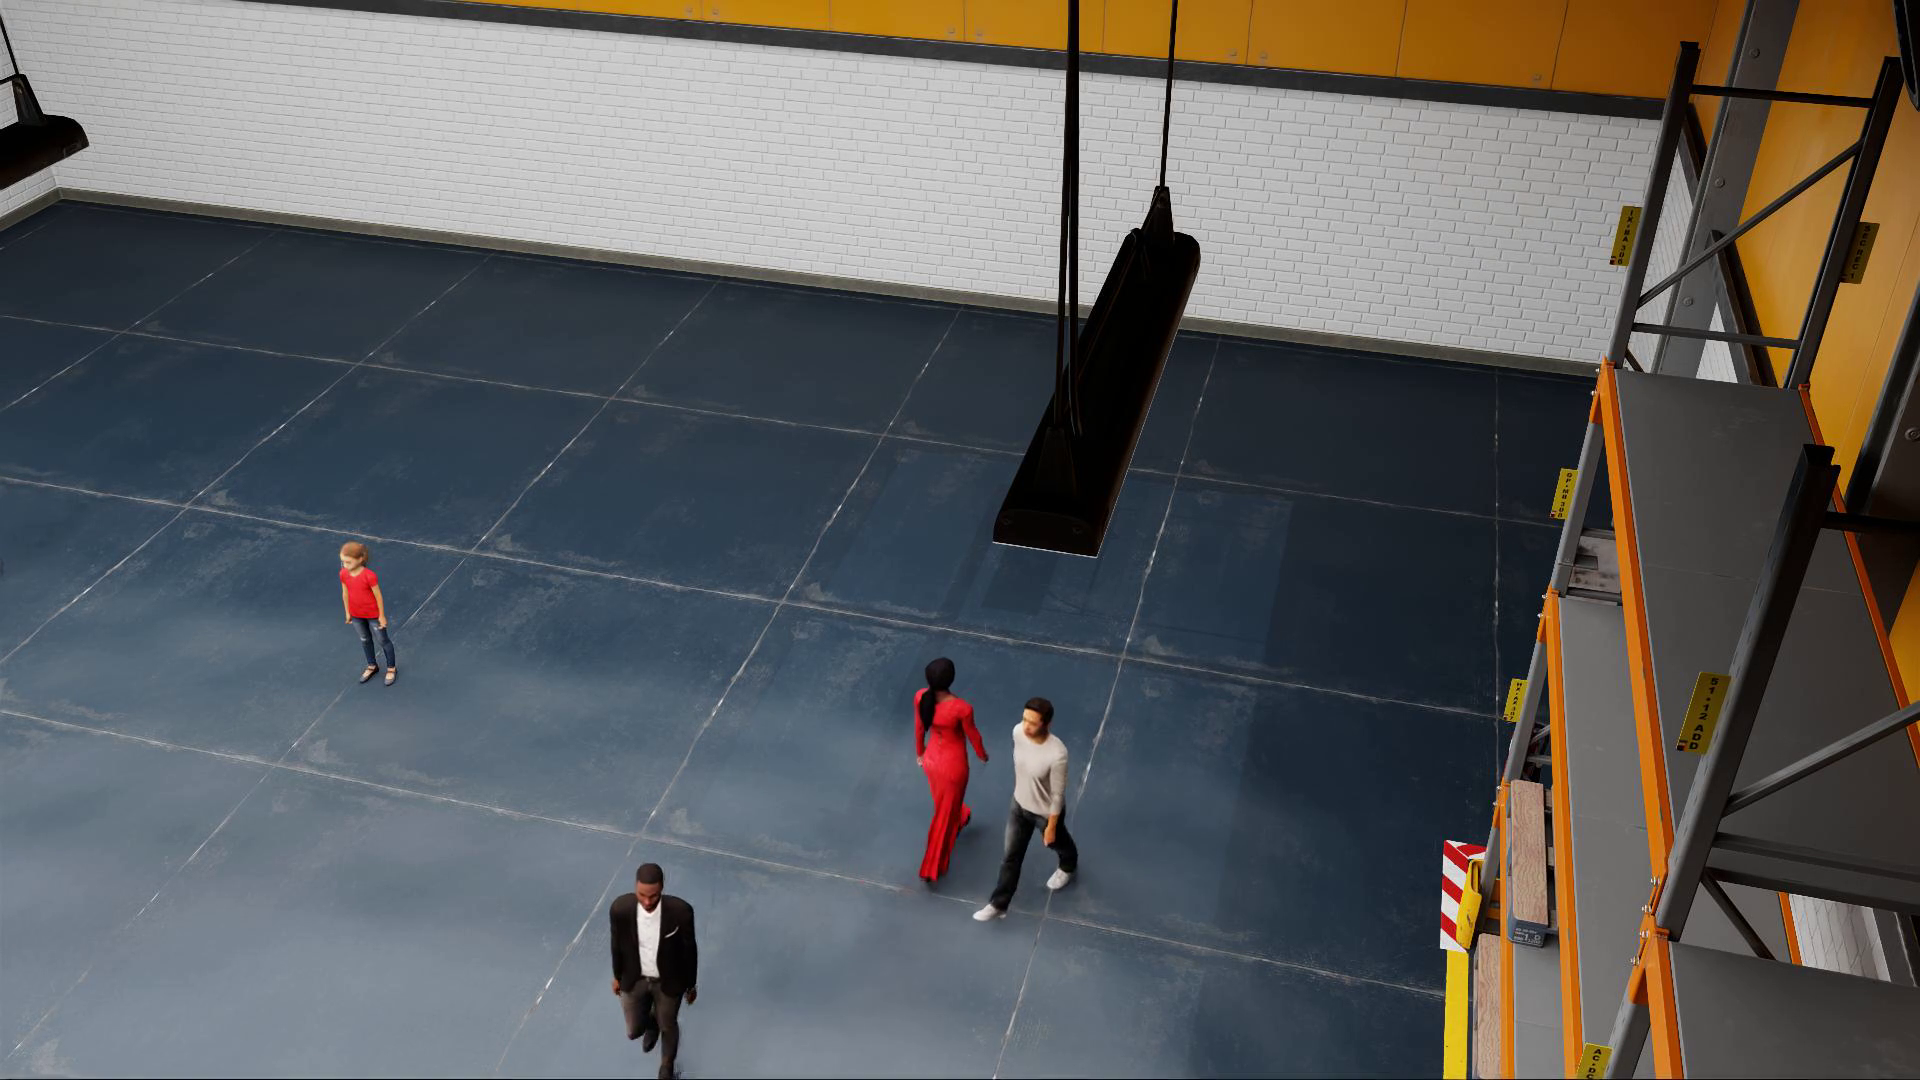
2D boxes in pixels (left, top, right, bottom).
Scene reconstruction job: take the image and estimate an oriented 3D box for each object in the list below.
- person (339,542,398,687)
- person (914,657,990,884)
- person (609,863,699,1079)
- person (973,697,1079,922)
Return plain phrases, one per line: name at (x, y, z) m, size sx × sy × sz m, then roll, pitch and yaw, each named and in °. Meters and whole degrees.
person at (-4.709, 0.568, 13.214) m, size 0.495 × 1.309 × 0.481 m, roll 6°, pitch 34°, yaw 9°
person at (-0.125, 1.589, 11.281) m, size 0.866 × 1.749 × 1.116 m, roll 22°, pitch 39°, yaw 29°
person at (-1.786, 2.520, 9.849) m, size 0.791 × 1.785 × 0.837 m, roll 3°, pitch 34°, yaw 5°
person at (0.599, 1.724, 11.065) m, size 1.051 × 1.764 × 1.280 m, roll 28°, pitch 42°, yaw 35°
